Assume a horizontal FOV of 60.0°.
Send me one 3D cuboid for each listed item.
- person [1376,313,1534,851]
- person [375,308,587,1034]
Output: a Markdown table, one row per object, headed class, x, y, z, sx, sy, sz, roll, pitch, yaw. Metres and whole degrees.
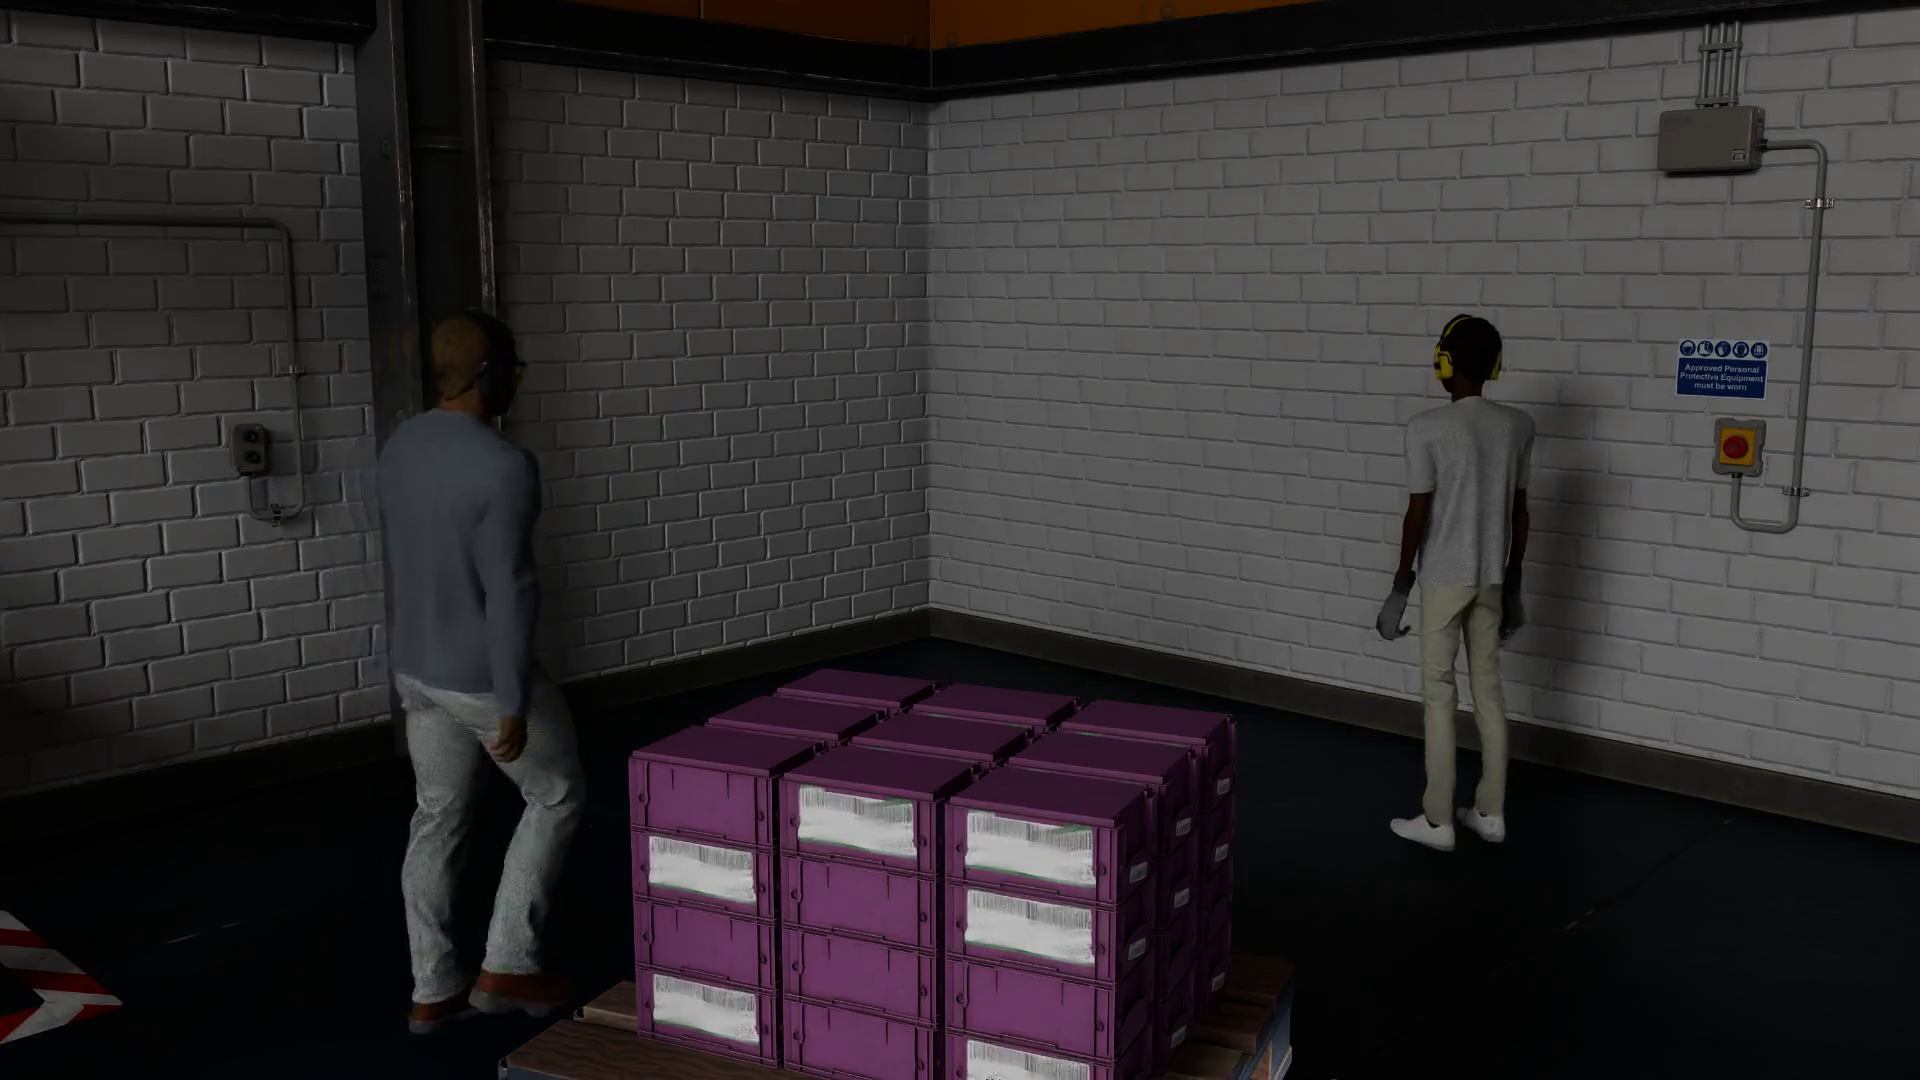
| class | x | y | z | sx | sy | sz | roll | pitch | yaw |
| --- | --- | --- | --- | --- | --- | --- | --- | --- | --- |
| person | 1.739 | 0.155 | 5.794 | 0.524 | 1.870 | 0.316 | -3 | 10 | -18 |
| person | -1.266 | 0.357 | 4.408 | 0.640 | 1.921 | 0.542 | 7 | 11 | 35 |
